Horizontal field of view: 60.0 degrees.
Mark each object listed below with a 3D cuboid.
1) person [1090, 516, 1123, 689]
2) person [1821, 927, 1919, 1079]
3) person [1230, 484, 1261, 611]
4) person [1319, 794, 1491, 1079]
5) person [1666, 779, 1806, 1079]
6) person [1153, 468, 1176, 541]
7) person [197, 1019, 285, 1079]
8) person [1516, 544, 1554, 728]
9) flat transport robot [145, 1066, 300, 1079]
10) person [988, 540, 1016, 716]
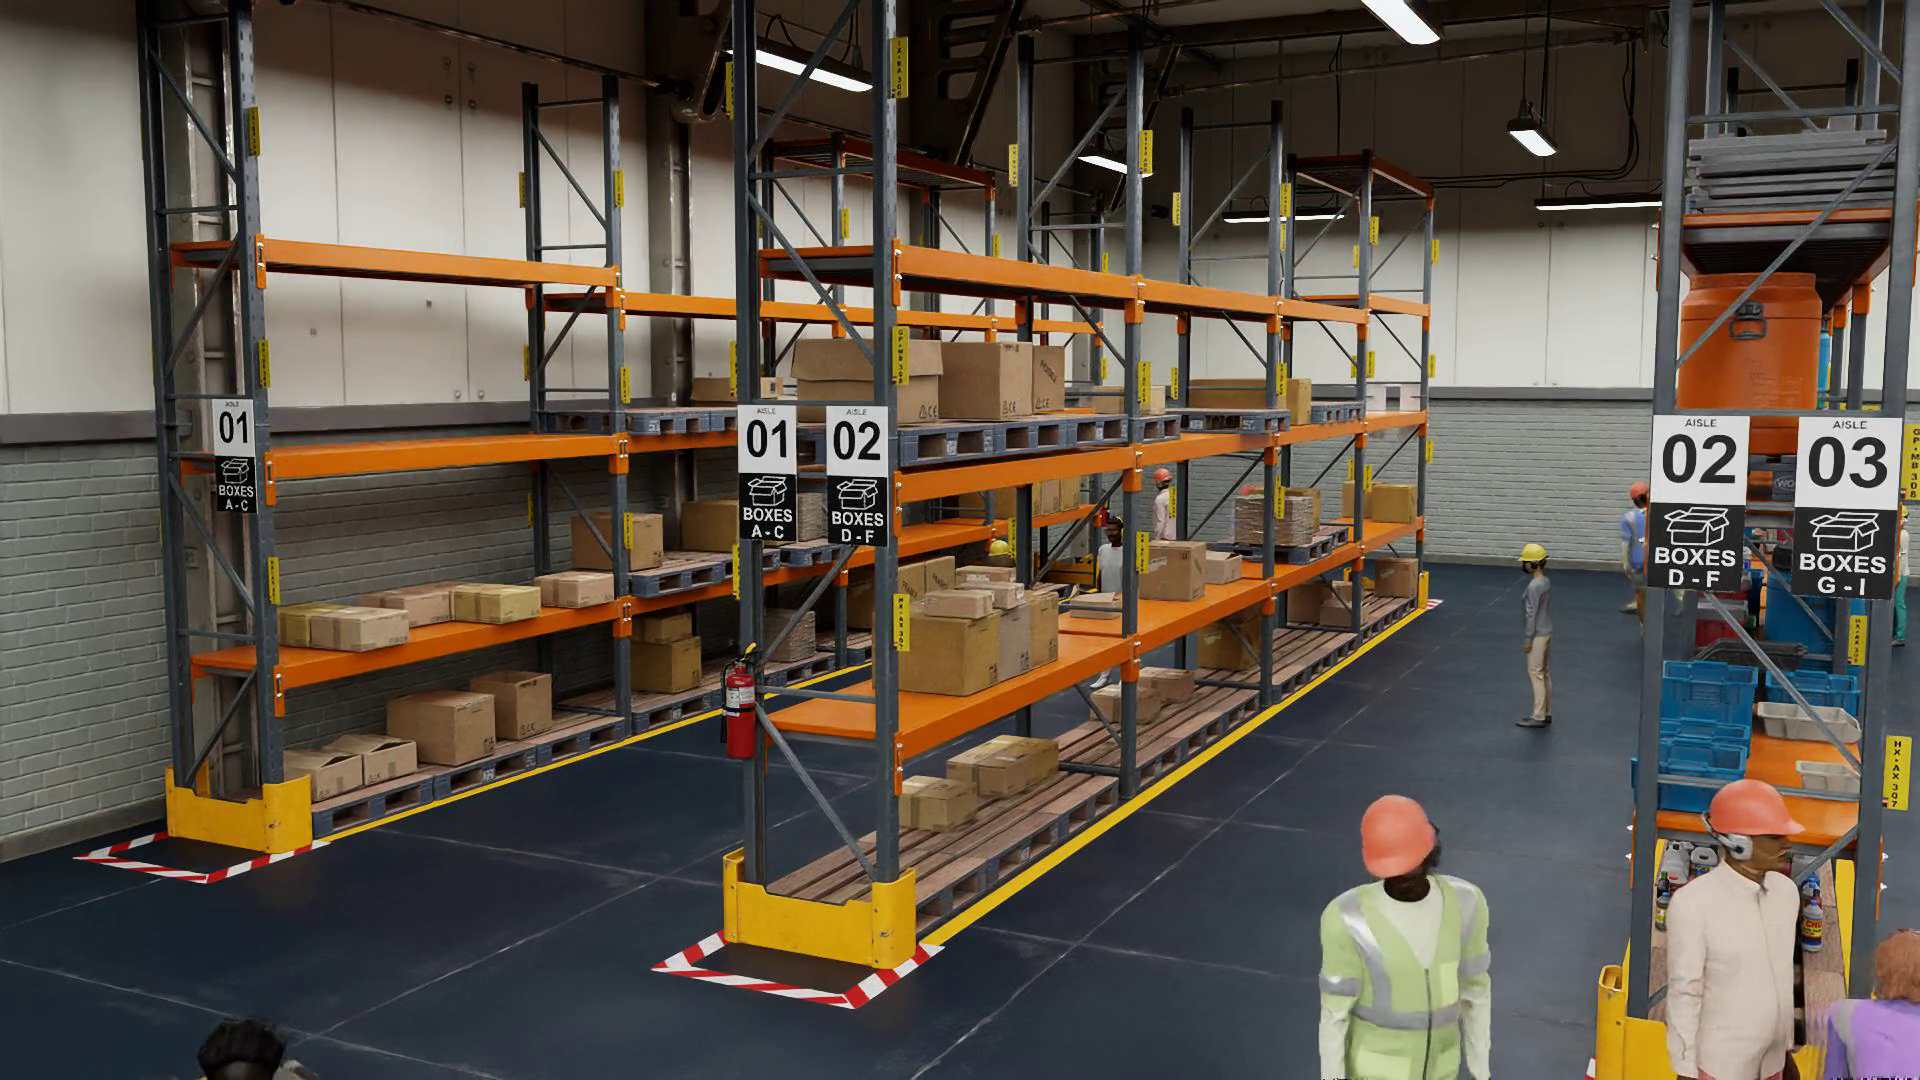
[{"bbox_3d":[1.648,0.676,17.736,0.508,1.872,0.329,4,7,34],"label":"person"},{"bbox_3d":[3.152,2.071,5.461,0.851,1.596,0.523,-3,7,-27],"label":"person"},{"bbox_3d":[3.897,0.194,22.256,0.550,1.913,0.866,3,7,27],"label":"person"},{"bbox_3d":[1.541,1.838,5.812,0.656,2.004,0.539,-2,6,-14],"label":"person"},{"bbox_3d":[2.752,1.829,5.908,0.622,1.996,0.369,-3,7,-28],"label":"person"},{"bbox_3d":[2.960,-0.043,24.143,0.392,1.991,0.612,3,7,30],"label":"person"},{"bbox_3d":[-1.946,2.114,4.656,0.540,1.677,0.651,-2,6,-19],"label":"person"},{"bbox_3d":[5.508,0.915,15.970,0.349,1.759,0.522,3,7,30],"label":"person"},{"bbox_3d":[-3.000,2.554,7.166,0.652,0.197,1.431,-6,8,-44],"label":"flat transport robot"},{"bbox_3d":[0.418,0.868,16.500,0.302,1.741,0.485,4,7,36],"label":"person"}]
